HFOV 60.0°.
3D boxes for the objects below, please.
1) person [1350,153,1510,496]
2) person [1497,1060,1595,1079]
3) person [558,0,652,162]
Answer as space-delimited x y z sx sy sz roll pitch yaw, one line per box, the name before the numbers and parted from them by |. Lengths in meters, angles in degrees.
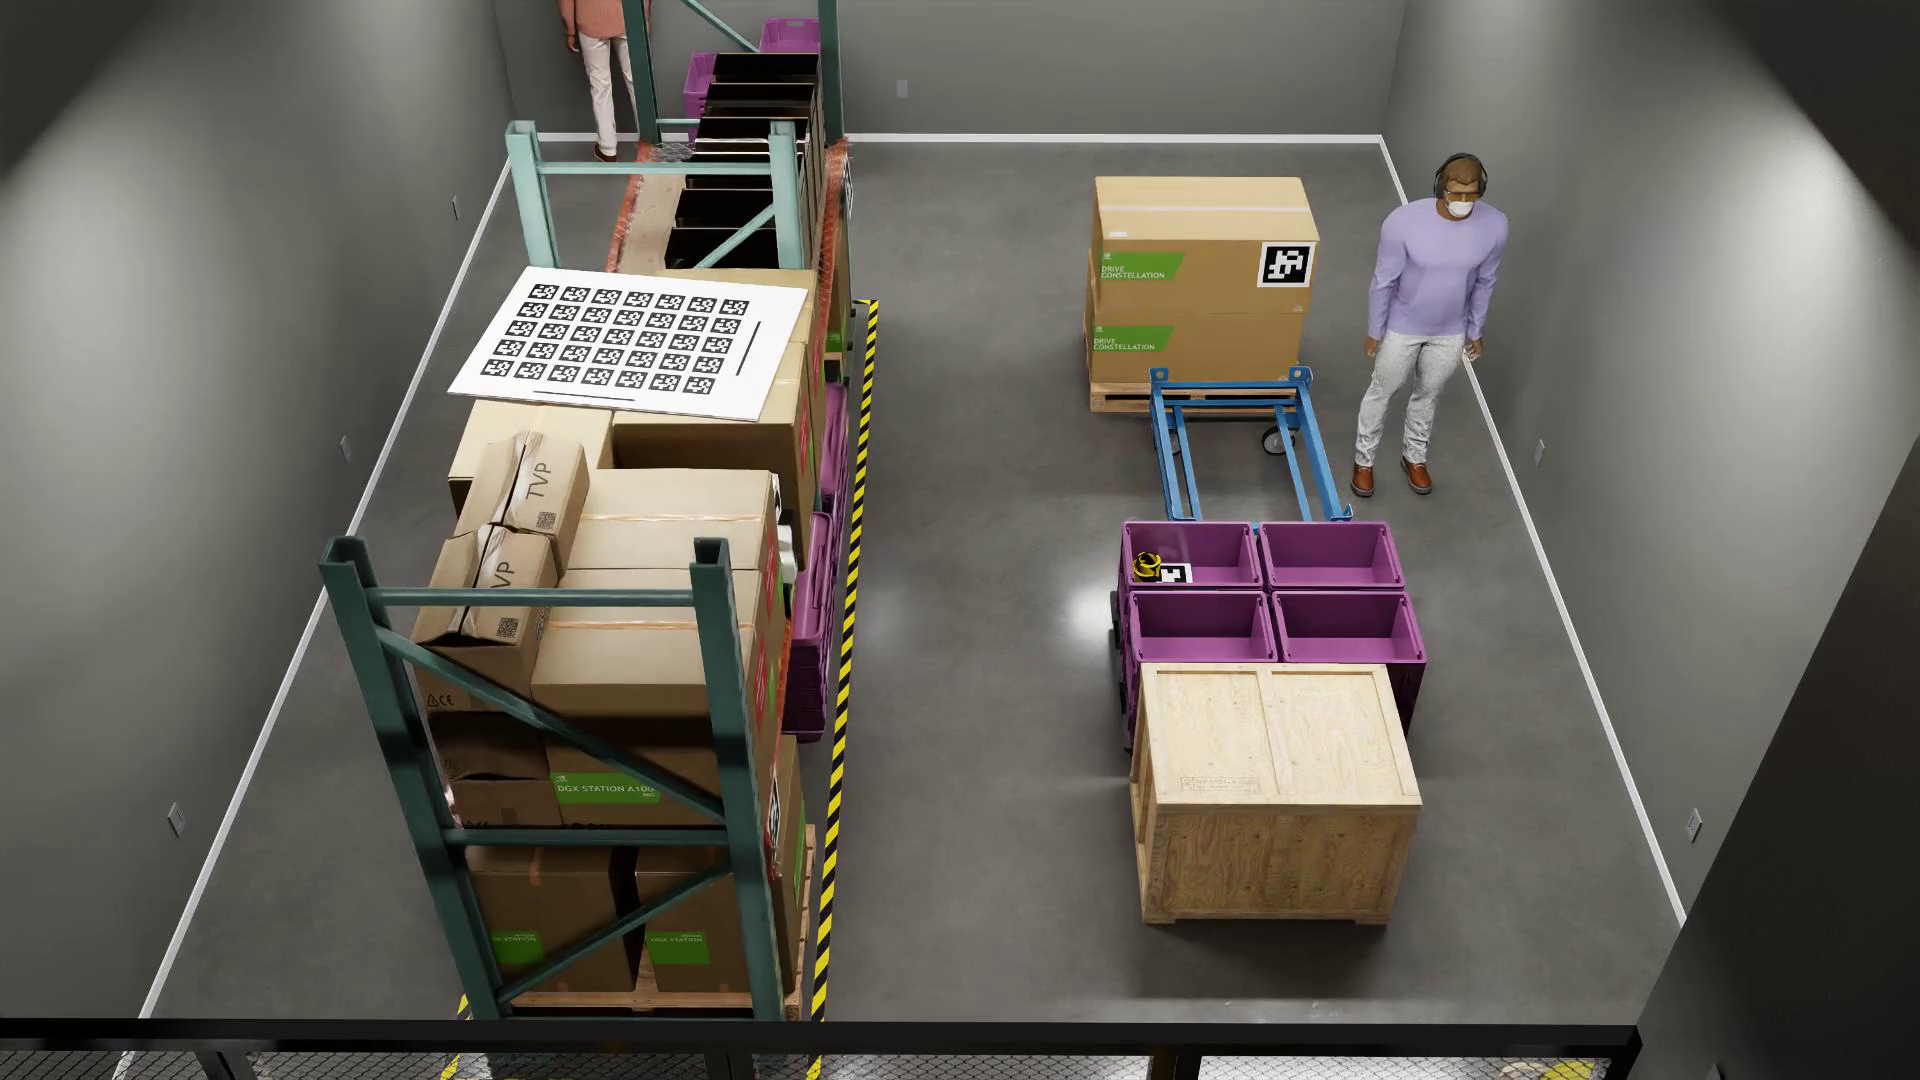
person | 2.331 -1.061 8.324 0.627 1.940 0.371 -1 41 -1
person | 1.609 2.061 4.842 0.404 1.834 0.592 7 42 8
person | -2.330 -3.421 10.973 0.611 1.995 0.375 -16 44 -18
